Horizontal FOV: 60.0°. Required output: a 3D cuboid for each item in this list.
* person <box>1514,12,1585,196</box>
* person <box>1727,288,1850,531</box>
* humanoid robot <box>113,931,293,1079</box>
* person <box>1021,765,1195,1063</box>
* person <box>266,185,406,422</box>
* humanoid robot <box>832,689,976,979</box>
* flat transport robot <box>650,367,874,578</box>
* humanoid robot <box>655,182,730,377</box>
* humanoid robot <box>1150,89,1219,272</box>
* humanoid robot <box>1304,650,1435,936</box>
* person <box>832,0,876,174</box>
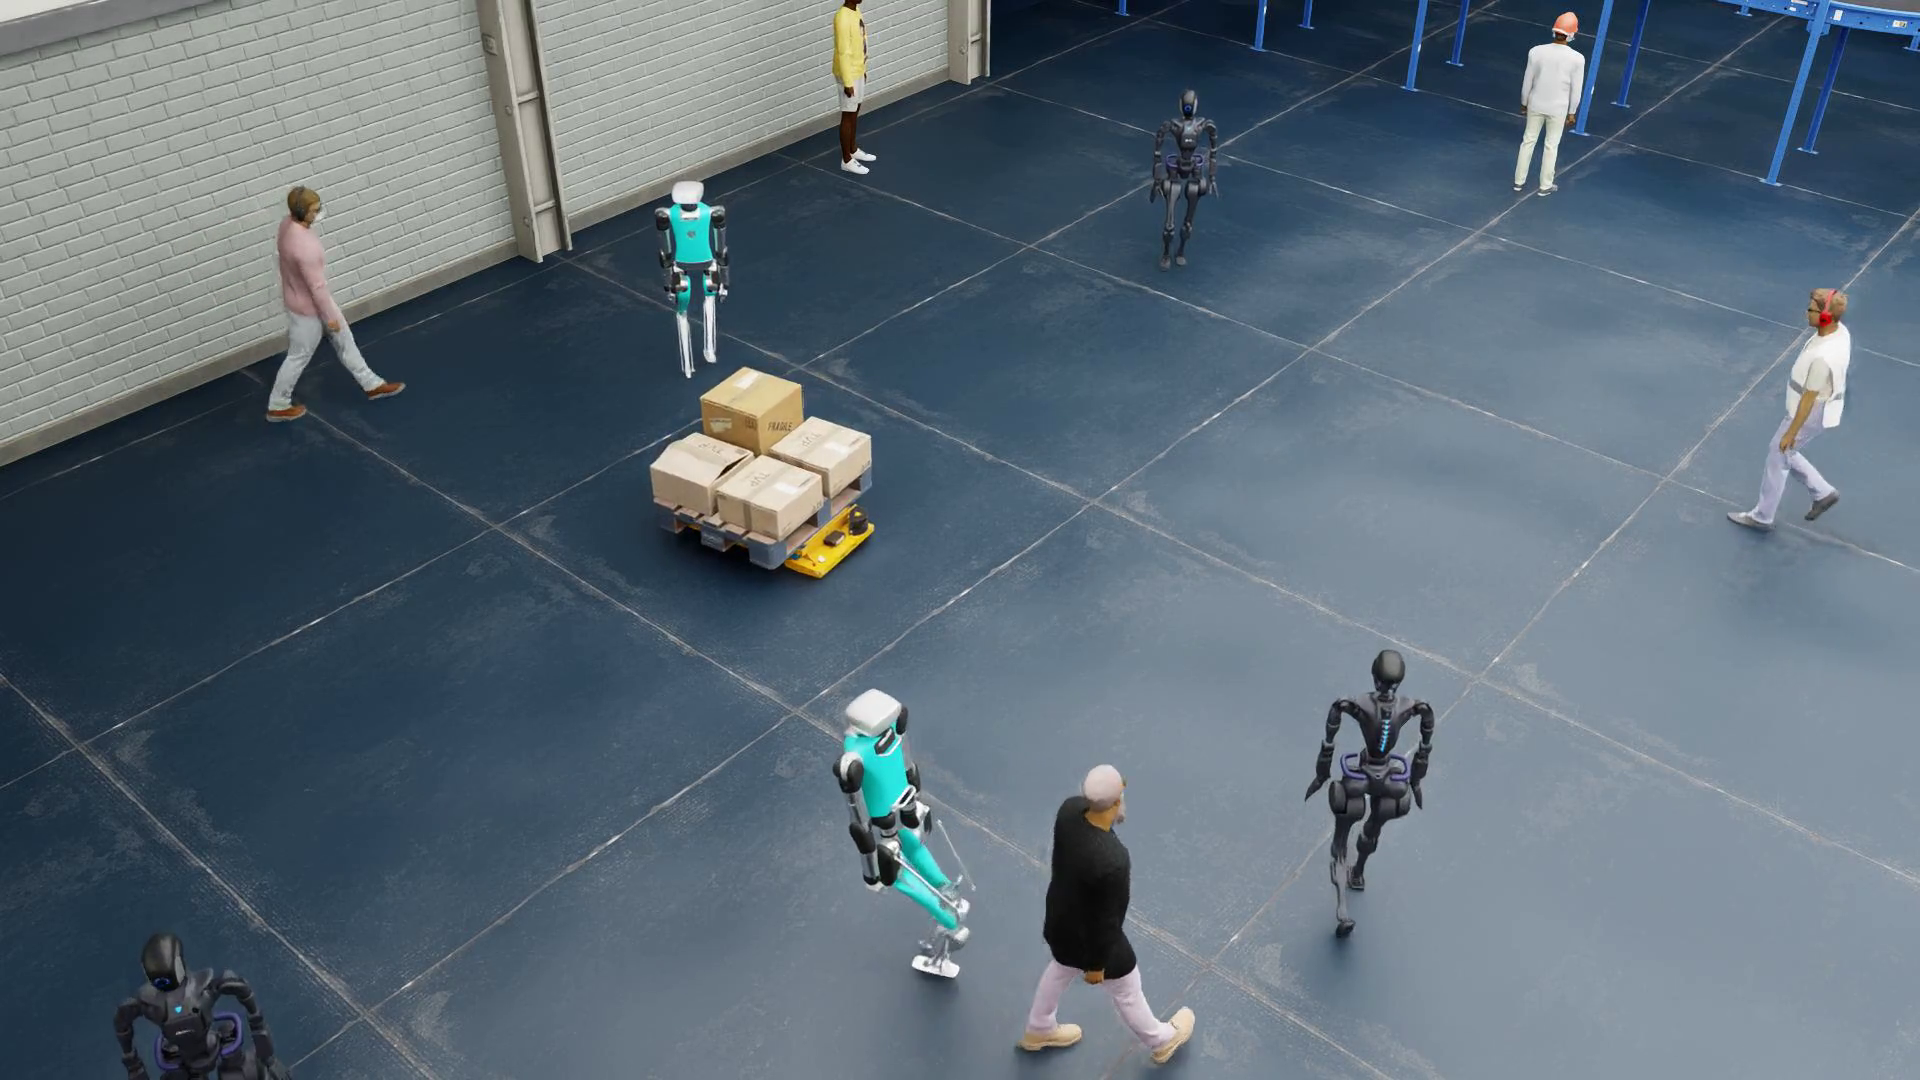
[{"bbox_3d":[5.669,-4.191,15.991,0.562,1.752,0.325,23,42,29],"label":"person"},{"bbox_3d":[5.755,-0.833,11.220,0.564,1.820,0.597,18,39,23],"label":"person"},{"bbox_3d":[-3.155,2.273,6.986,0.599,1.644,0.551,-14,38,-19],"label":"humanoid robot"},{"bbox_3d":[0.694,1.717,7.643,0.802,1.811,0.548,-14,38,-19],"label":"person"},{"bbox_3d":[-4.915,-1.770,12.511,1.048,1.874,0.631,-13,38,-18],"label":"person"},{"bbox_3d":[-0.171,1.529,7.995,0.779,1.777,0.545,17,39,22],"label":"humanoid robot"},{"bbox_3d":[-1.376,-0.174,11.632,1.431,0.231,0.659,19,40,25],"label":"flat transport robot"},{"bbox_3d":[-2.061,-2.077,13.060,0.536,1.768,0.842,-4,36,-5],"label":"humanoid robot"},{"bbox_3d":[1.985,-3.167,14.624,0.608,1.649,0.437,-1,35,-1],"label":"humanoid robot"},{"bbox_3d":[2.075,1.277,8.408,0.602,1.640,0.677,2,36,3],"label":"humanoid robot"},{"bbox_3d":[-1.063,-4.598,16.440,0.376,1.899,0.541,7,36,9],"label":"person"}]
